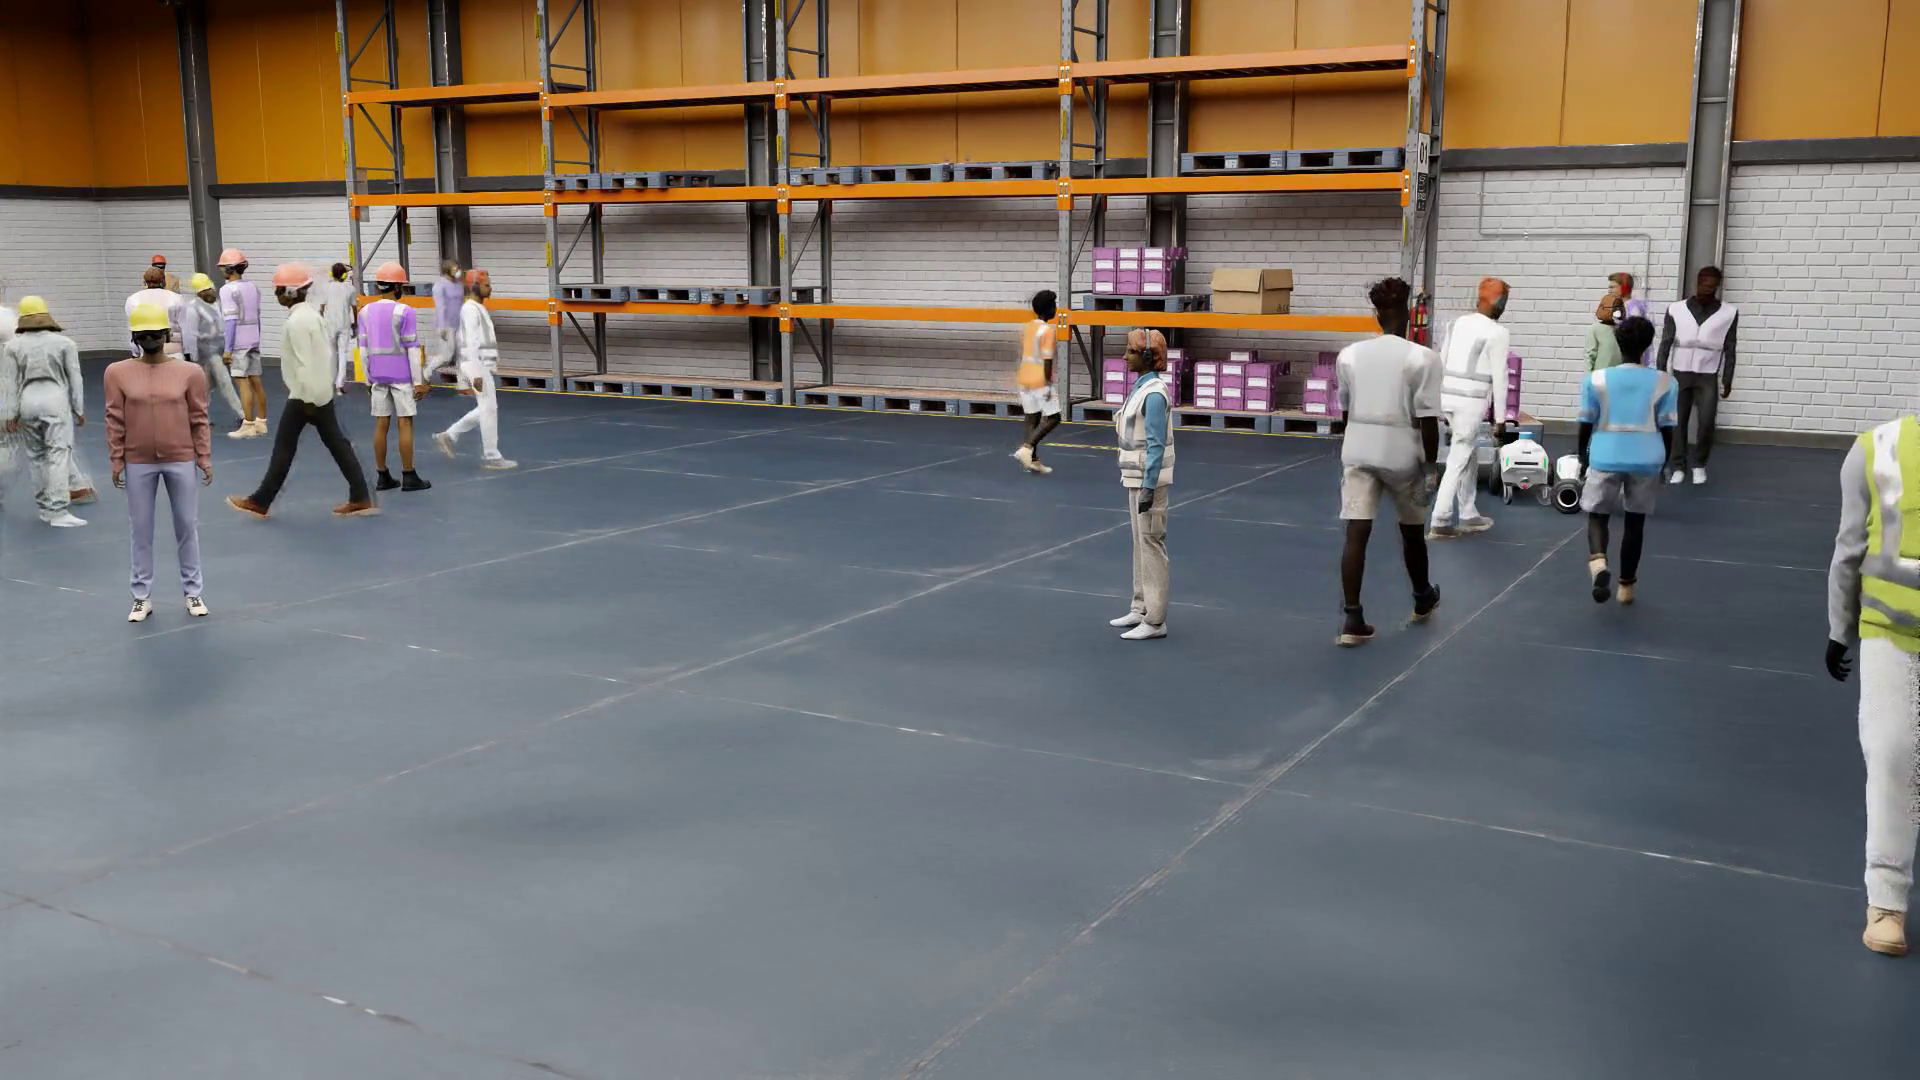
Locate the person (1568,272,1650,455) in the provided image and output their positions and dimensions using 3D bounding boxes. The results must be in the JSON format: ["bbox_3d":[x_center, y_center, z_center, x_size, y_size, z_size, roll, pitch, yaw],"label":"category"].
[{"bbox_3d":[6.296,-1.669,16.082,0.865,1.804,0.607,2,10,10],"label":"person"}]

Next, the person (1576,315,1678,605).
[{"bbox_3d":[3.769,-0.425,9.434,0.540,1.685,0.565,4,11,21],"label":"person"}]

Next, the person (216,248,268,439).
[{"bbox_3d":[-7.758,-2.107,17.919,0.395,2.044,0.609,2,10,9],"label":"person"}]

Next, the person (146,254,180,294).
[{"bbox_3d":[-13.481,-3.857,28.155,0.542,1.929,0.368,-8,13,-38],"label":"person"}]

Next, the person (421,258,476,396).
[{"bbox_3d":[-7.094,-2.931,22.955,0.755,1.916,0.636,4,11,20],"label":"person"}]

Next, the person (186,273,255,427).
[{"bbox_3d":[-8.446,-2.142,18.891,0.833,1.765,0.582,0,10,0],"label":"person"}]

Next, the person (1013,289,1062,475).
[{"bbox_3d":[0.691,-1.403,14.947,0.399,1.688,0.544,-5,11,-24],"label":"person"}]

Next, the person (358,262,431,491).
[{"bbox_3d":[-4.790,-1.380,14.100,0.552,1.935,0.374,3,10,16],"label":"person"}]

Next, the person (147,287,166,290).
[{"bbox_3d":[-9.588,-2.319,19.931,0.534,1.748,0.622,-4,11,-22],"label":"person"}]

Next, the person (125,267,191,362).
[{"bbox_3d":[-8.781,-2.070,18.281,0.621,1.845,0.429,-3,11,-18],"label":"person"}]

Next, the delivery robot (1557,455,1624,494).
[{"bbox_3d":[5.015,-0.520,12.881,0.707,0.478,0.477,6,12,30],"label":"delivery robot"}]

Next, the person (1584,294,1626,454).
[{"bbox_3d":[5.946,-1.444,15.321,0.498,1.633,0.282,-5,11,-25],"label":"person"}]

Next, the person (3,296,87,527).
[{"bbox_3d":[-6.802,-0.952,12.356,0.502,1.704,0.627,-3,10,-16],"label":"person"}]

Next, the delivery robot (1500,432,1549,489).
[{"bbox_3d":[4.593,-0.637,13.542,0.477,0.478,0.707,3,10,16],"label":"delivery robot"}]

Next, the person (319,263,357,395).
[{"bbox_3d":[-8.751,-2.978,23.461,0.519,1.824,0.892,-2,10,-12],"label":"person"}]

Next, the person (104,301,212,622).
[{"bbox_3d":[-4.432,-0.433,9.223,0.523,1.769,0.323,-4,11,-23],"label":"person"}]

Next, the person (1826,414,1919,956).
[{"bbox_3d":[2.986,0.281,5.050,0.642,1.817,0.826,5,11,26],"label":"person"}]

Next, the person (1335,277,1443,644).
[{"bbox_3d":[2.290,-0.435,8.845,0.612,1.892,1.062,7,12,35],"label":"person"}]

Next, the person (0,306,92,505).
[{"bbox_3d":[-7.383,-1.146,13.018,0.983,1.872,0.649,-7,12,-33],"label":"person"}]

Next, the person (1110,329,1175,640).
[{"bbox_3d":[0.979,-0.294,8.796,0.308,1.640,0.510,-1,10,-3],"label":"person"}]

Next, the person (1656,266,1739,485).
[{"bbox_3d":[6.364,-1.417,14.426,0.629,1.893,0.486,5,11,27],"label":"person"}]

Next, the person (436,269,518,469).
[{"bbox_3d":[-4.516,-1.575,15.419,0.666,1.865,0.582,-1,10,-7],"label":"person"}]

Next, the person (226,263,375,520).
[{"bbox_3d":[-4.999,-1.110,12.576,1.069,1.934,0.615,-1,10,-4],"label":"person"}]

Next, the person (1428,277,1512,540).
[{"bbox_3d":[3.657,-0.920,11.750,0.785,1.847,0.624,-4,11,-20],"label":"person"}]
